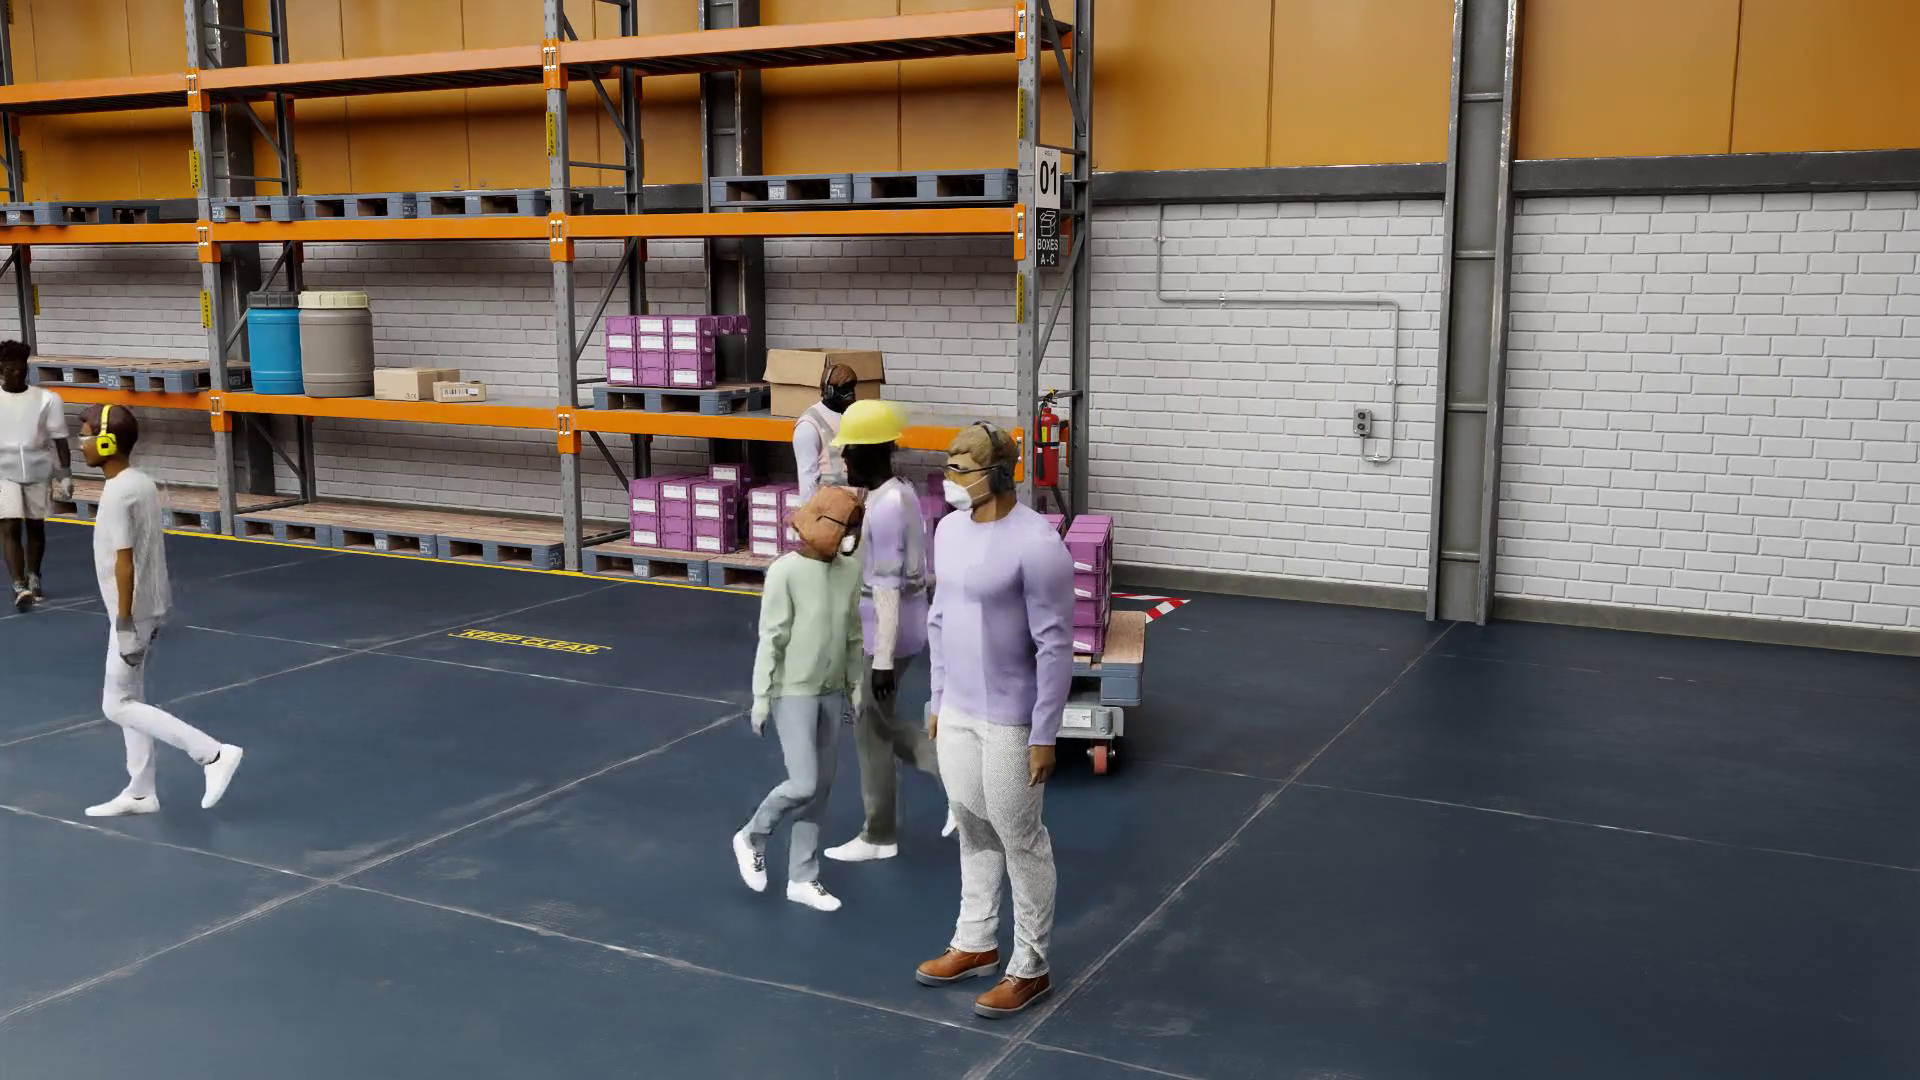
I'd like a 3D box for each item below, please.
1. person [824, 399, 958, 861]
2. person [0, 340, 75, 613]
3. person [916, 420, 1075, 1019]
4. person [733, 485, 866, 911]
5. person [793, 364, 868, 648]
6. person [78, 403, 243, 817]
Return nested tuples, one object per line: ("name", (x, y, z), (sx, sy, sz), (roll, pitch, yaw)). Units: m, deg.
("person", (-0.231, 0.380, 6.731), (0.588, 1.908, 0.584), (0, 9, -1))
("person", (-6.635, -0.449, 11.800), (0.624, 1.908, 1.005), (-7, 11, -35))
("person", (0.109, 0.574, 5.424), (0.353, 1.936, 0.635), (-7, 12, -37))
("person", (-0.586, 0.591, 6.283), (0.403, 1.611, 0.558), (7, 12, 38))
("person", (-0.763, -0.191, 10.486), (0.430, 1.836, 0.618), (7, 11, 36))
("person", (-3.543, 0.324, 7.266), (0.596, 1.850, 0.518), (-2, 9, -12))
